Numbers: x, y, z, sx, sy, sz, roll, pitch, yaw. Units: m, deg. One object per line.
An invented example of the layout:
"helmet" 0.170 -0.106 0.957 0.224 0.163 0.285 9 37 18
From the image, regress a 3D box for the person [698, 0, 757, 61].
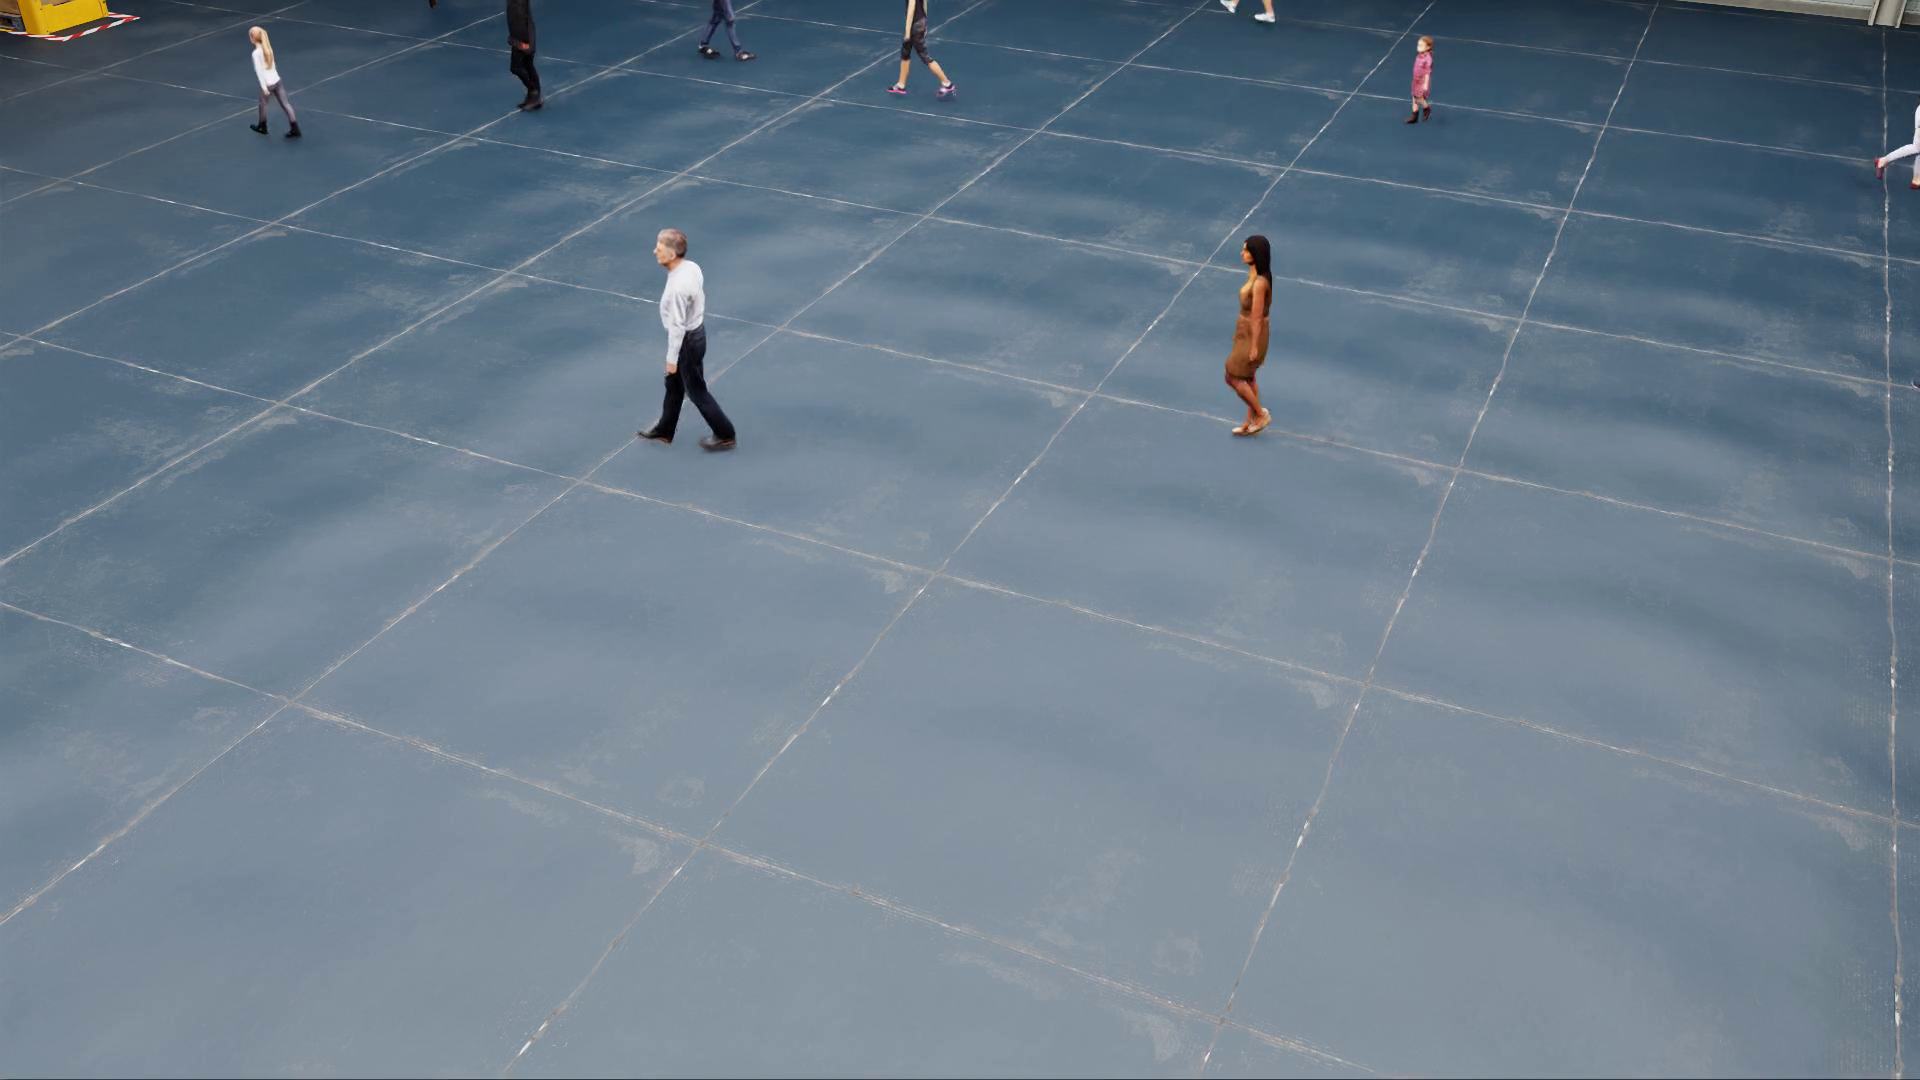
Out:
"person" -3.193 -7.138 21.482 1.128 1.838 0.895 2 32 3

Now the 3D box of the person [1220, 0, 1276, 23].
"person" 4.204 -8.063 22.980 1.241 1.804 0.875 22 38 31

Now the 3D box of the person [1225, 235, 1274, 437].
"person" 2.312 -1.517 12.725 0.739 1.674 0.691 1 32 2

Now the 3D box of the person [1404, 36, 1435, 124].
"person" 5.434 -5.379 19.466 0.629 1.013 0.574 -13 35 -20

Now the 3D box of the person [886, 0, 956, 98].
"person" -0.437 -6.161 20.075 1.143 1.687 0.678 9 33 14

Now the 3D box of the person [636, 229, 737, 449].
"person" -1.998 -1.478 12.554 1.143 1.791 0.962 -1 32 -1

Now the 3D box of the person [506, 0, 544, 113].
"person" -5.091 -5.952 19.676 0.788 1.759 0.743 -8 33 -13

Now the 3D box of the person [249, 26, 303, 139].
"person" -7.792 -5.178 18.919 0.878 1.257 0.526 11 34 17
